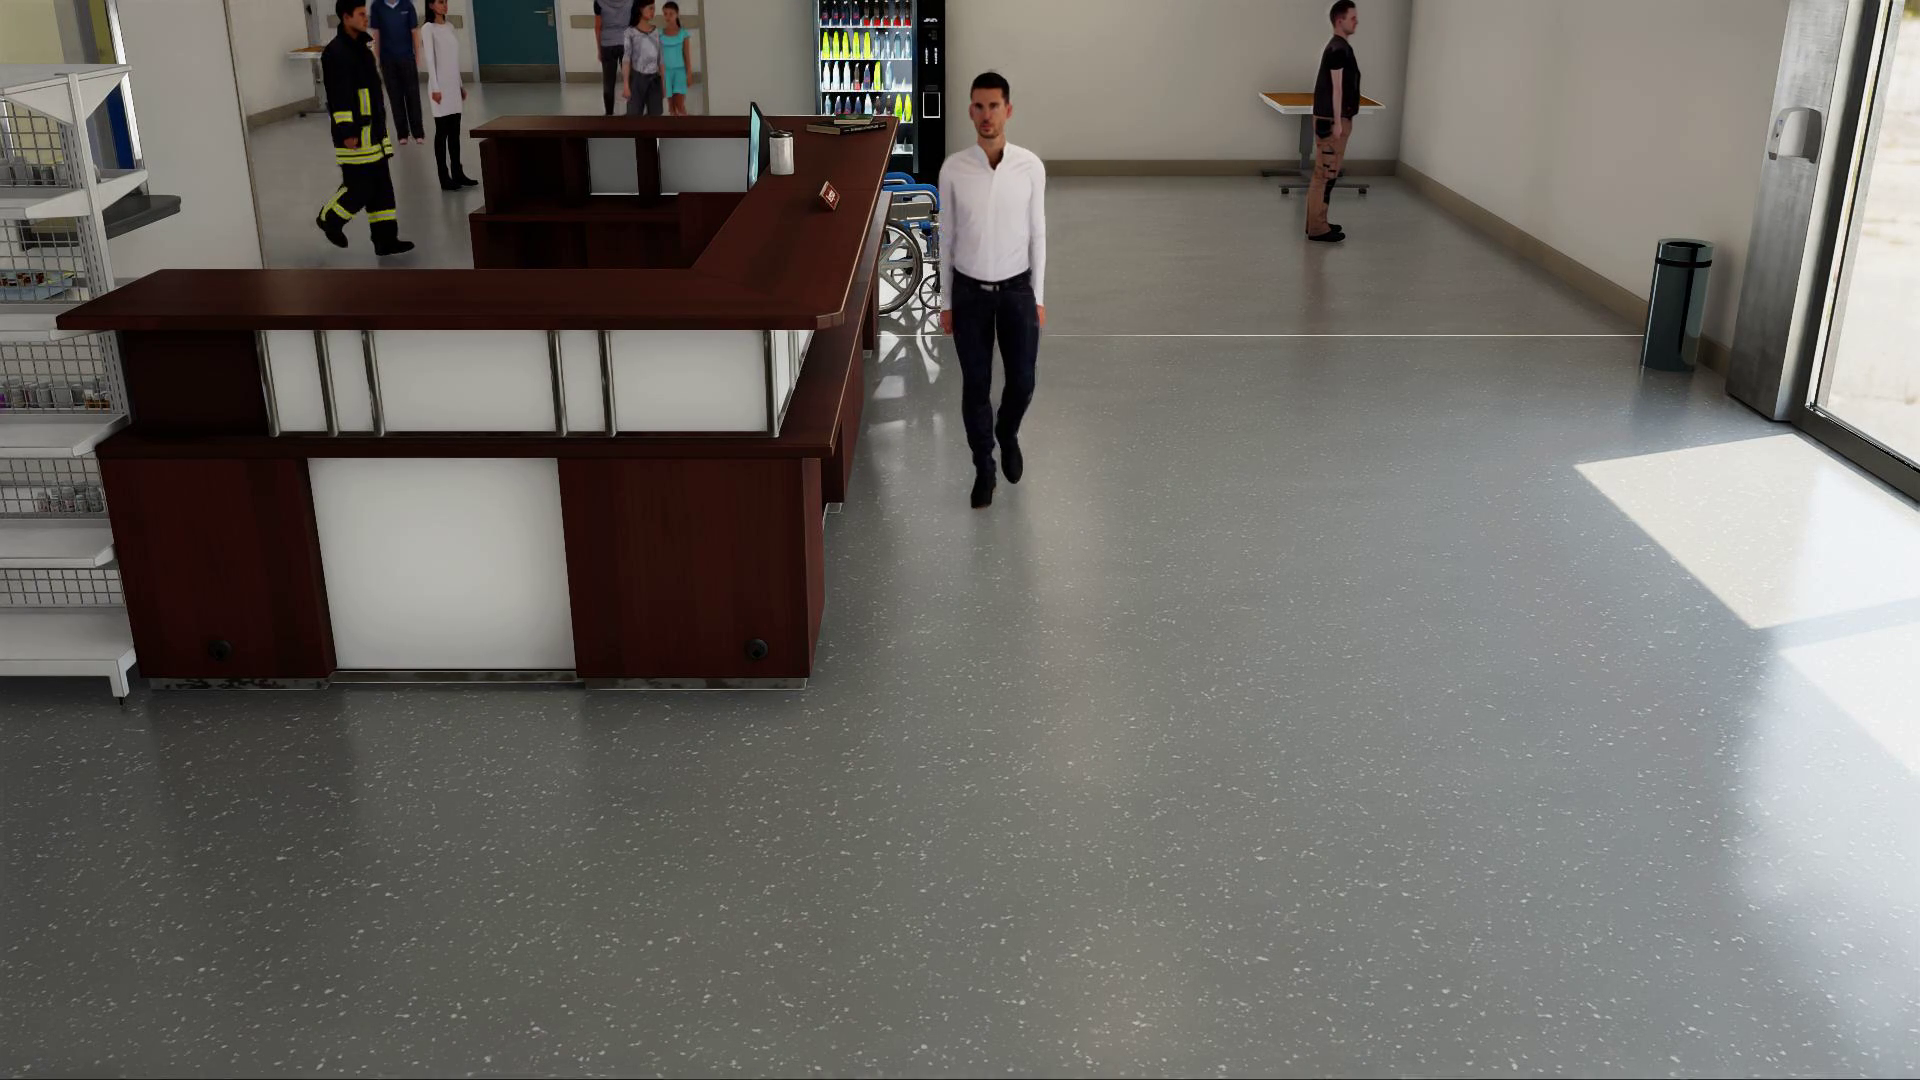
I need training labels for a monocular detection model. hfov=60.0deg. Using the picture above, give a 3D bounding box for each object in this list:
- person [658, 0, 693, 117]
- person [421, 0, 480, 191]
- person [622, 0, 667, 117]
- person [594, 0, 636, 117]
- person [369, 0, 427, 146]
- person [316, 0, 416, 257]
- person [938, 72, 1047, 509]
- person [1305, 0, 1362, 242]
[{"bbox_3d":[-3.152,-5.180,18.504,0.570,1.549,0.677,6,21,14],"label":"person"},{"bbox_3d":[-4.836,-4.226,15.617,0.647,1.809,0.673,7,22,18],"label":"person"},{"bbox_3d":[-3.157,-4.457,16.426,1.209,1.668,1.139,-12,24,-29],"label":"person"},{"bbox_3d":[-4.126,-5.910,20.045,0.575,1.823,0.783,-5,21,-12],"label":"person"},{"bbox_3d":[-6.262,-5.330,18.469,0.796,1.855,0.848,-6,22,-16],"label":"person"},{"bbox_3d":[-4.572,-3.084,12.453,1.021,1.914,0.885,4,21,9],"label":"person"},{"bbox_3d":[0.149,-1.094,7.280,0.677,1.857,0.694,1,21,3],"label":"person"},{"bbox_3d":[2.959,-3.342,13.240,0.635,1.840,0.715,3,21,8],"label":"person"}]
